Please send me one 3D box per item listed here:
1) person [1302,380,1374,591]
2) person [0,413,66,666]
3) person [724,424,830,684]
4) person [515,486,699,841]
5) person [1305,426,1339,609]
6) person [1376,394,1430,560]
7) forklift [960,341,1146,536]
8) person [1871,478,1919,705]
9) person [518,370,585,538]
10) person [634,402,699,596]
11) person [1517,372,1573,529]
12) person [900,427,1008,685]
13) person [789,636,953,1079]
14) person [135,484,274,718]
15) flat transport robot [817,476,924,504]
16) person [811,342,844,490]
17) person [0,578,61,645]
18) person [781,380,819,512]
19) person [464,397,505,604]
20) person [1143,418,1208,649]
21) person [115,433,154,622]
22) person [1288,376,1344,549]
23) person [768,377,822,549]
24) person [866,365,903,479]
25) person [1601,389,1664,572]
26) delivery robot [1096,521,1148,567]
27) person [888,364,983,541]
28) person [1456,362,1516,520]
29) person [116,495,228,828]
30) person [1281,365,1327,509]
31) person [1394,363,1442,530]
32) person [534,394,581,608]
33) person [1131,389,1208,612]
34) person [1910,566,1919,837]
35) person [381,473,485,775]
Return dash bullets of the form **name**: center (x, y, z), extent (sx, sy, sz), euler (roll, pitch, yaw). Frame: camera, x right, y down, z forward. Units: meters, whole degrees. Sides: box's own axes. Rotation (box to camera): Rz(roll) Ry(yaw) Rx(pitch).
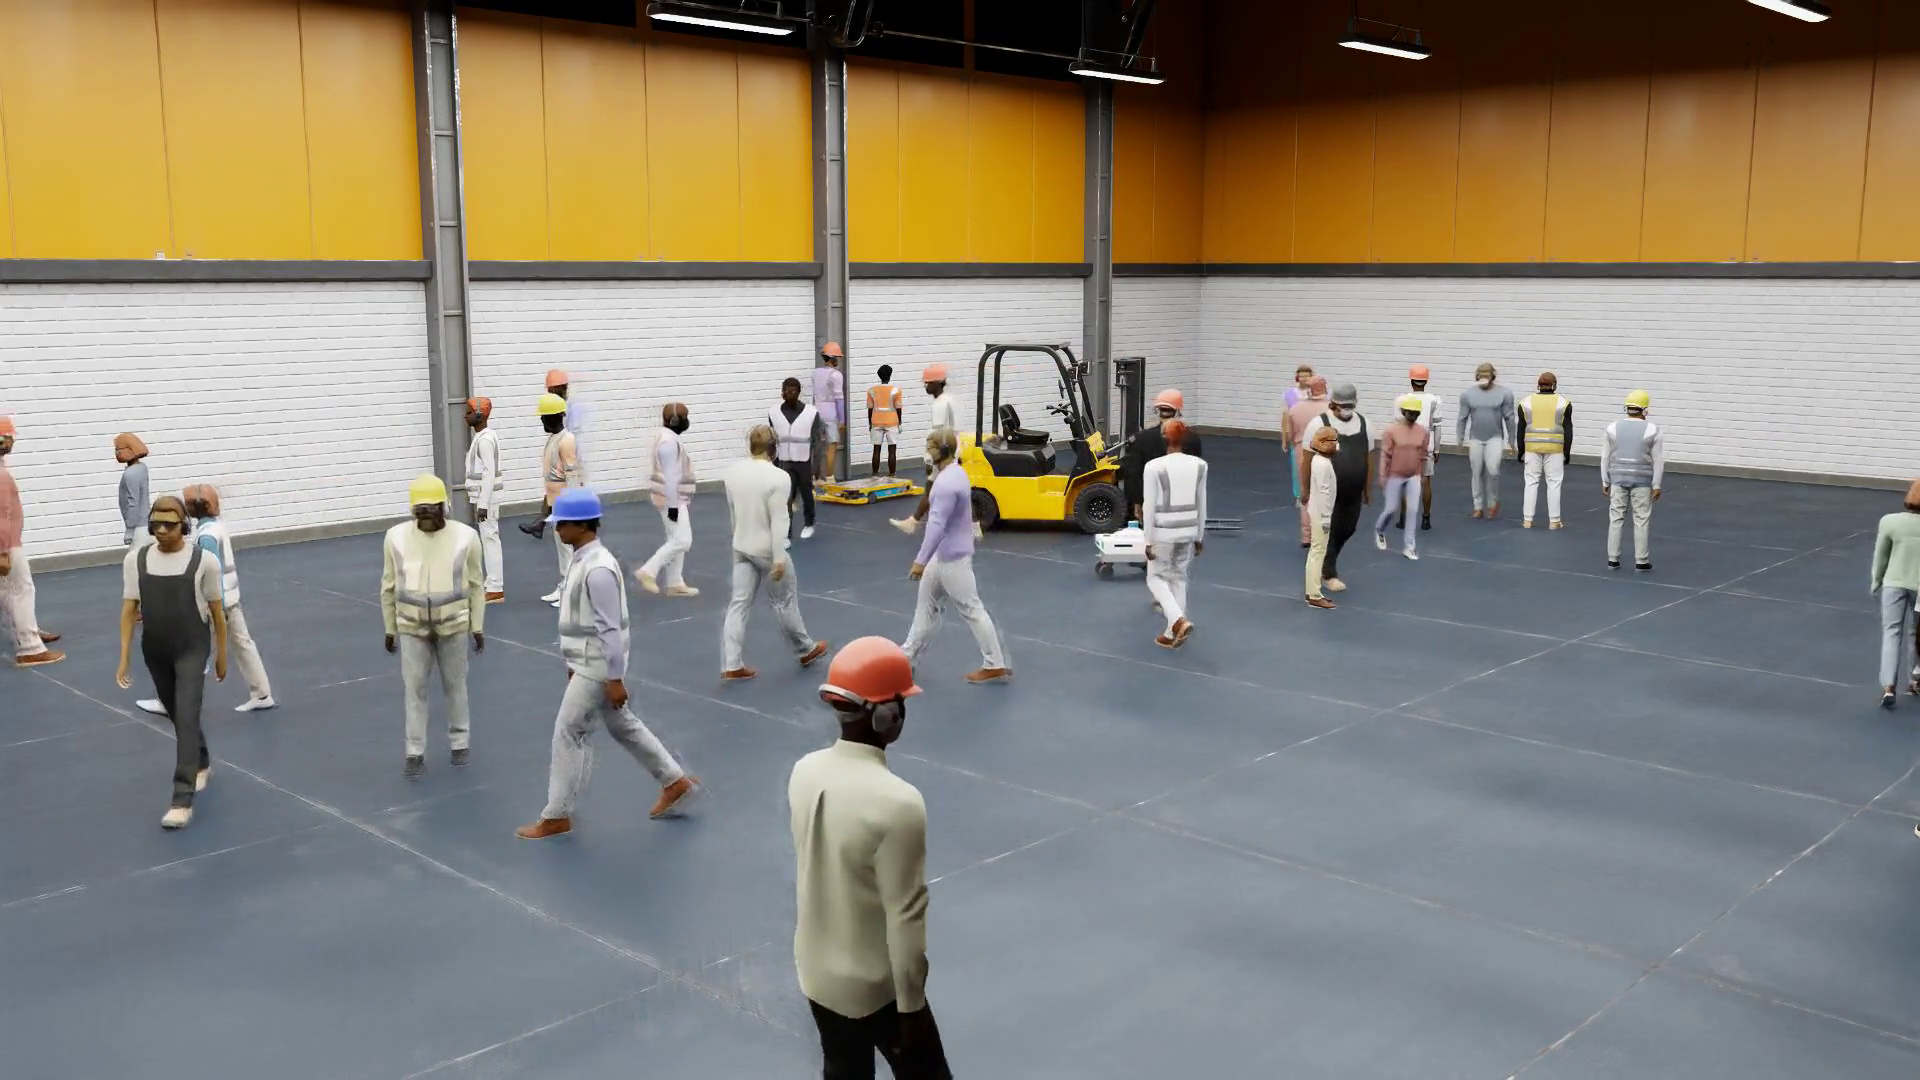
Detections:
- **person**: center (3.579, -0.569, 15.915), extent (0.699, 2.000, 0.789), euler (-3, 10, -15)
- **person**: center (-7.302, 0.025, 12.499), extent (0.615, 1.973, 0.846), euler (8, 12, 39)
- **person**: center (-1.409, 0.084, 12.345), extent (0.650, 1.889, 1.005), euler (7, 11, 36)
- **person**: center (-1.895, 0.643, 8.958), extent (0.984, 1.909, 0.629), euler (-3, 10, -18)
- **person**: center (3.261, -0.209, 14.949), extent (0.278, 1.633, 0.507), euler (1, 9, 6)
- **person**: center (4.648, -0.685, 17.517), extent (0.540, 1.748, 0.621), euler (-1, 9, -6)
- **forklift**: center (0.977, -1.223, 19.452), extent (2.313, 2.155, 1.214), euler (2, 9, 11)
- **person**: center (6.648, 0.352, 11.626), extent (0.506, 1.599, 0.821), euler (6, 11, 32)
- **person**: center (-4.530, -0.950, 18.700), extent (0.564, 1.891, 0.940), euler (7, 12, 37)
- **person**: center (-2.673, -0.357, 15.269), extent (0.512, 1.824, 0.638), euler (-1, 9, -8)
- **person**: center (6.826, -1.040, 19.428), extent (0.621, 1.838, 0.429), euler (5, 10, 26)
- **person**: center (-0.130, 0.126, 12.135), extent (1.045, 1.884, 0.650), euler (0, 9, 0)
- **person**: center (-0.271, 1.259, 4.896), extent (0.426, 1.973, 0.642), euler (-7, 12, -38)
- **person**: center (-5.118, 0.417, 11.238), extent (0.868, 1.593, 0.511), euler (-2, 10, -13)
- **flat transport robot**: center (-1.179, -0.663, 21.902), extent (0.652, 0.197, 1.431), euler (7, 12, 38)
- **person**: center (-1.788, -1.700, 22.897), extent (0.425, 2.034, 0.608), euler (-8, 12, -42)
- **person**: center (-7.788, -0.018, 13.128), extent (1.016, 1.858, 0.644), euler (-6, 11, -31)
- **person**: center (-2.038, -1.160, 20.628), extent (0.447, 1.682, 0.540), euler (-1, 9, -3)
- **person**: center (-4.329, -0.362, 15.129), extent (0.356, 1.883, 0.572), euler (-3, 10, -16)
- **person**: center (1.720, -0.025, 13.132), extent (0.574, 1.869, 0.539), euler (-4, 10, -23)
- **person**: center (-7.104, -0.110, 14.347), extent (0.283, 1.633, 0.500), euler (-3, 10, -16)
- **person**: center (3.897, -0.835, 18.050), extent (0.681, 1.875, 0.526), euler (6, 11, 33)
- **person**: center (-1.801, -0.884, 18.404), extent (0.599, 1.870, 1.023), euler (1, 9, 8)
- **person**: center (-1.057, -1.620, 23.432), extent (0.536, 1.693, 0.317), euler (3, 10, 17)
- **person**: center (6.744, -0.593, 16.693), extent (0.591, 1.833, 0.404), euler (7, 12, 36)
- **delivery robot**: center (1.696, 0.056, 16.337), extent (0.707, 0.478, 0.477), euler (-1, 9, -4)
- **person**: center (-0.249, -0.961, 18.498), extent (1.106, 1.972, 0.624), euler (1, 9, 7)
- **person**: center (6.345, -1.186, 20.093), extent (0.703, 1.910, 0.619), euler (5, 10, 26)
- **person**: center (-4.382, 0.635, 9.316), extent (0.513, 1.800, 0.982), euler (0, 9, -3)
- **person**: center (4.364, -1.315, 21.117), extent (0.592, 1.828, 0.482), euler (2, 9, 9)
- **person**: center (5.315, -1.082, 19.362), extent (0.548, 1.942, 0.348), euler (1, 9, 7)
- **person**: center (-3.597, -0.355, 14.965), extent (0.383, 1.923, 0.588), euler (-4, 10, -26)
- **person**: center (1.902, -0.372, 14.925), extent (0.619, 1.961, 0.809), euler (4, 10, 26)
- **person**: center (5.299, 0.650, 8.664), extent (0.608, 1.966, 0.364), euler (5, 11, 30)
- **person**: center (-3.171, 0.499, 10.015), extent (0.597, 1.829, 0.403), euler (-2, 9, -12)
